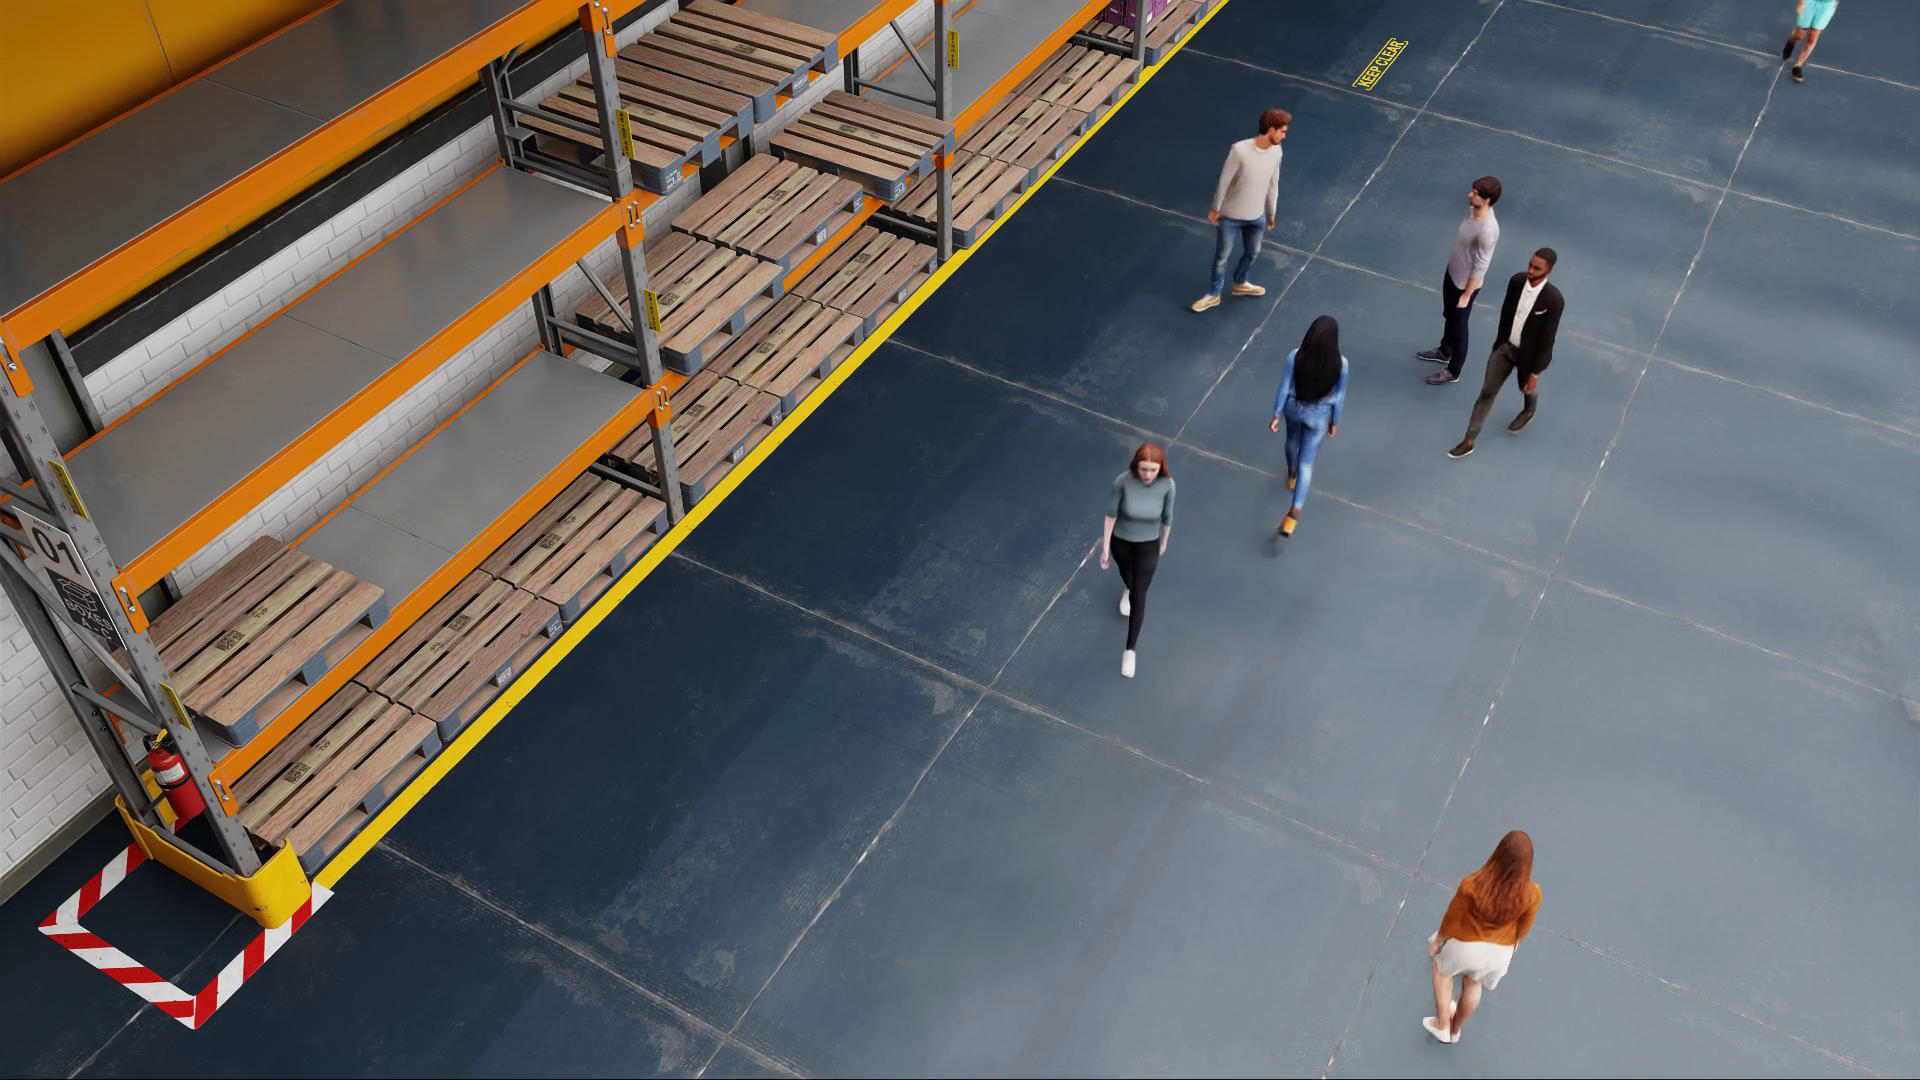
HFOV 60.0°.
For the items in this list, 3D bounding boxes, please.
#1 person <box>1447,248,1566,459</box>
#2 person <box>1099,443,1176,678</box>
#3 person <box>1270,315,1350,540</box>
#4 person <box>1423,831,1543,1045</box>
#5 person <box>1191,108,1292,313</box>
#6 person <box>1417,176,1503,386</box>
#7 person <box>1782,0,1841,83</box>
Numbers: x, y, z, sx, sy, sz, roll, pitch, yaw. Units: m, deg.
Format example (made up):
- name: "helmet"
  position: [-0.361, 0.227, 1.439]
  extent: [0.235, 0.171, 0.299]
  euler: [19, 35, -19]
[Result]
- name: "person"
  position: [4.285, -1.428, 12.538]
  extent: [1.275, 1.752, 0.964]
  euler: [-29, 51, -27]
- name: "person"
  position: [1.160, -0.014, 11.091]
  extent: [0.795, 1.699, 1.170]
  euler: [9, 44, 9]
- name: "person"
  position: [2.466, -0.793, 11.934]
  extent: [0.803, 1.665, 1.258]
  euler: [13, 45, 14]
- name: "person"
  position: [2.740, 2.195, 8.770]
  extent: [0.748, 1.703, 0.775]
  euler: [3, 44, 4]
- name: "person"
  position: [2.275, -2.729, 13.821]
  extent: [0.864, 1.865, 0.955]
  euler: [-3, 44, -3]
- name: "person"
  position: [3.994, -2.061, 13.144]
  extent: [0.797, 1.831, 0.661]
  euler: [1, 44, 1]
- name: "person"
  position: [8.749, -5.501, 16.959]
  extent: [0.681, 1.550, 0.844]
  euler: [9, 44, 9]
